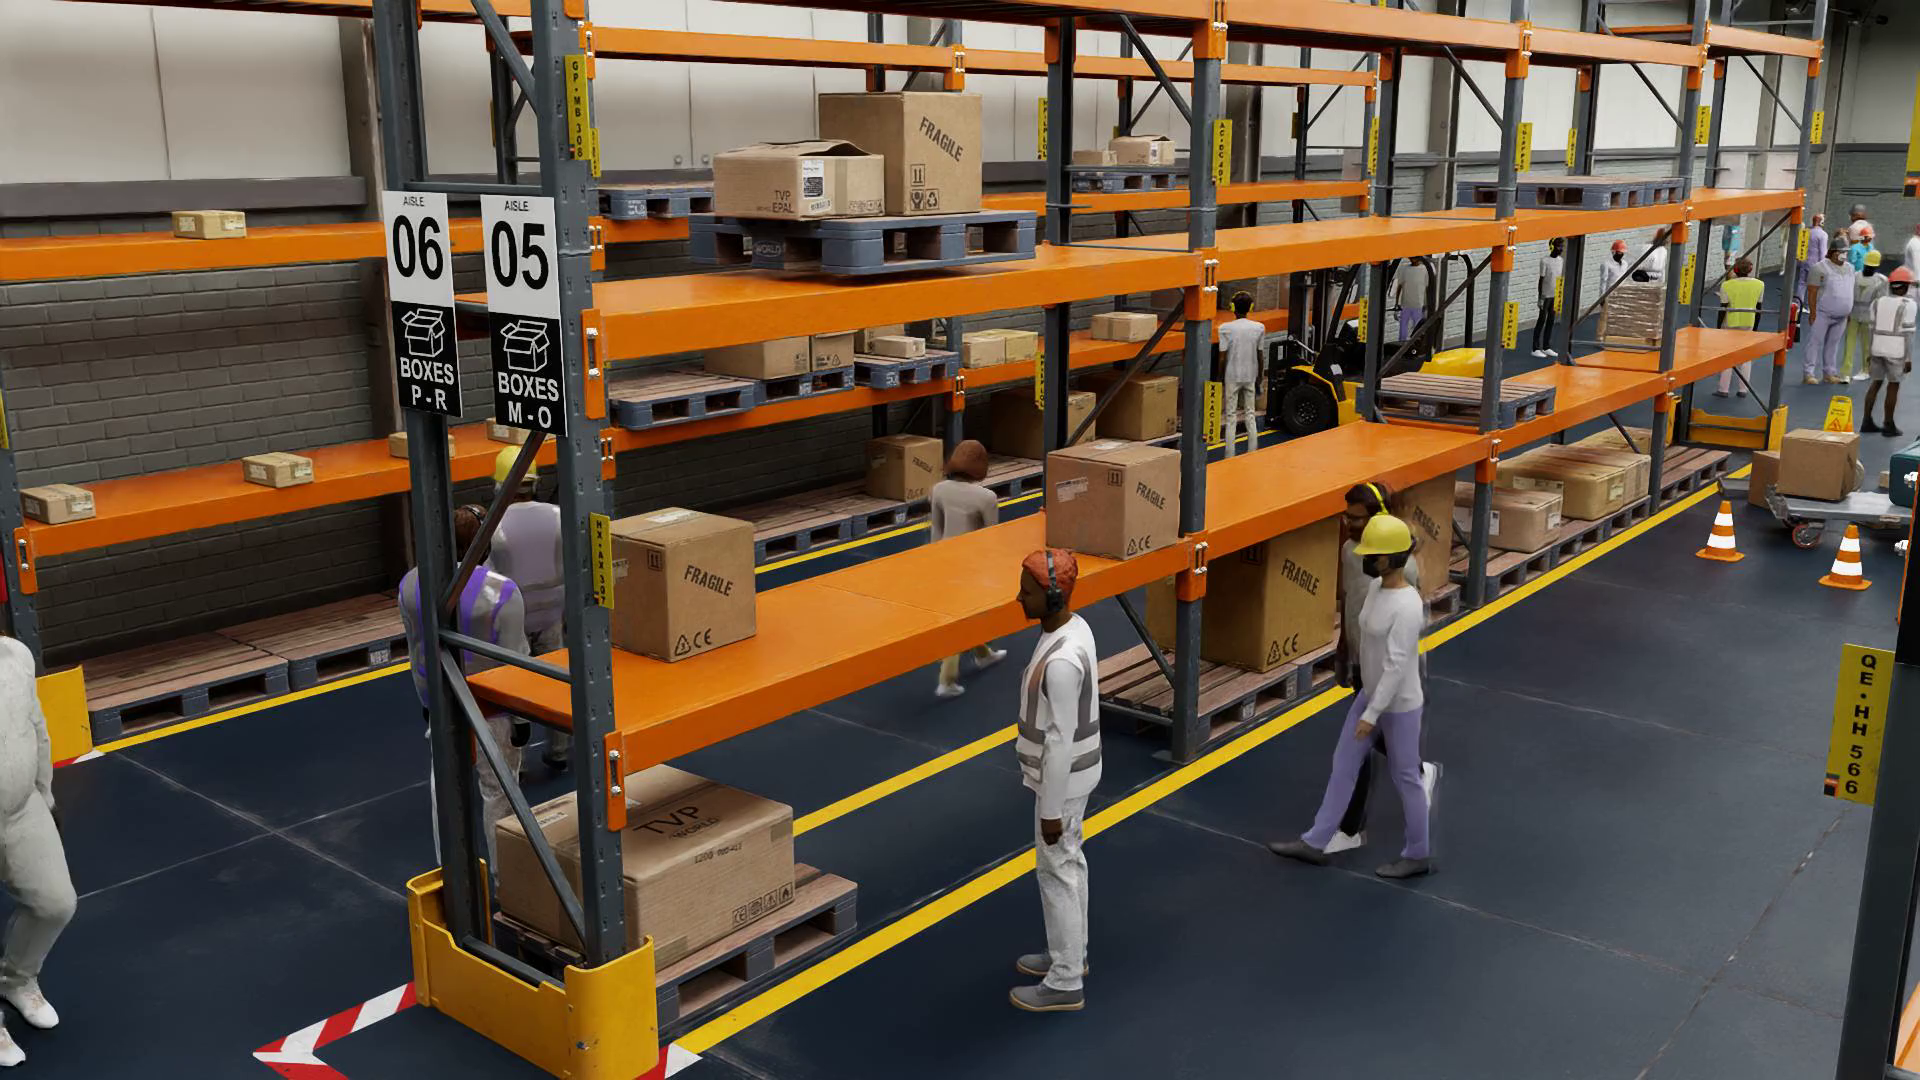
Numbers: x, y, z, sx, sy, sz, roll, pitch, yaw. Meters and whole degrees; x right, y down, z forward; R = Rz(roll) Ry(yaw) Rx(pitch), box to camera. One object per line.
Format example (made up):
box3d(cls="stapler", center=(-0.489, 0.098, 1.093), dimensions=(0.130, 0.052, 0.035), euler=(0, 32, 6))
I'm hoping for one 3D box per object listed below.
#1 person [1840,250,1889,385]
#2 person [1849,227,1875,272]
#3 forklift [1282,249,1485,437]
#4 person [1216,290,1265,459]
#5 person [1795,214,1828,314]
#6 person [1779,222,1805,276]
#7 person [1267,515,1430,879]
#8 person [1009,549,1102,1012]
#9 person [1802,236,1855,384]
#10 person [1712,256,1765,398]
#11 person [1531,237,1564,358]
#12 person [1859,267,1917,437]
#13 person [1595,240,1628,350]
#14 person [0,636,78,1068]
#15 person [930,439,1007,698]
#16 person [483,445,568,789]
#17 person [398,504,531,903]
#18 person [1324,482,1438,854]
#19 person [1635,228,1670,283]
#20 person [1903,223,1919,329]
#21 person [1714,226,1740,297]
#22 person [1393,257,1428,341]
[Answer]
box3d(cls="person", center=(12.501, -3.090, 23.061), dimensions=(0.975, 1.862, 0.643), euler=(-13, 19, -42))
box3d(cls="person", center=(16.444, -4.837, 30.364), dimensions=(0.567, 1.749, 0.339), euler=(-6, 15, -24))
box3d(cls="forklift", center=(4.886, -2.214, 18.767), dimensions=(2.313, 2.155, 1.214), euler=(11, 18, 38))
box3d(cls="person", center=(2.835, -1.603, 16.946), dimensions=(0.521, 1.873, 0.336), euler=(-2, 14, -7))
box3d(cls="person", center=(16.389, -5.301, 31.952), dimensions=(0.399, 1.899, 0.646), euler=(-4, 14, -15))
box3d(cls="person", center=(19.931, -7.101, 39.874), dimensions=(0.503, 1.609, 0.415), euler=(6, 15, 23))
box3d(cls="person", center=(1.865, 0.747, 7.656), dimensions=(0.777, 1.738, 0.533), euler=(-2, 14, -8))
box3d(cls="person", center=(0.385, 0.945, 6.568), dimensions=(0.346, 1.879, 0.581), euler=(2, 14, 7))
box3d(cls="person", center=(12.043, -3.164, 22.950), dimensions=(0.674, 2.000, 0.537), euler=(-3, 14, -10))
box3d(cls="person", center=(10.187, -2.780, 21.781), dimensions=(0.563, 1.849, 0.390), euler=(0, 14, 0))
box3d(cls="person", center=(9.135, -3.759, 25.758), dimensions=(0.516, 1.861, 0.319), euler=(-9, 16, -32))
box3d(cls="person", center=(10.688, -2.162, 19.093), dimensions=(0.388, 1.933, 0.557), euler=(-6, 15, -22))
box3d(cls="person", center=(10.466, -3.917, 26.616), dimensions=(0.573, 1.746, 0.345), euler=(-8, 16, -28))
box3d(cls="person", center=(-3.600, 1.042, 6.119), dimensions=(0.438, 1.897, 0.668), euler=(7, 15, 27))
box3d(cls="person", center=(0.067, 0.152, 10.408), dimensions=(0.513, 1.576, 0.869), euler=(12, 18, 41))
box3d(cls="person", center=(-2.317, 0.413, 8.848), dimensions=(0.628, 1.828, 0.403), euler=(-10, 17, -37))
box3d(cls="person", center=(-2.178, 0.741, 7.491), dimensions=(0.618, 1.836, 0.429), euler=(4, 14, 17))
box3d(cls="person", center=(2.083, 0.598, 8.100), dimensions=(0.861, 1.829, 0.582), euler=(-7, 15, -25))
box3d(cls="person", center=(11.591, -4.312, 28.040), dimensions=(0.715, 1.854, 0.350), euler=(-7, 16, -27))
box3d(cls="person", center=(16.732, -4.606, 29.133), dimensions=(0.456, 1.891, 0.658), euler=(9, 17, 33))
box3d(cls="person", center=(16.240, -6.162, 35.160), dimensions=(0.394, 2.040, 0.609), euler=(5, 15, 21))
box3d(cls="person", center=(6.520, -3.338, 24.012), dimensions=(0.532, 1.871, 0.321), euler=(6, 15, 24))
